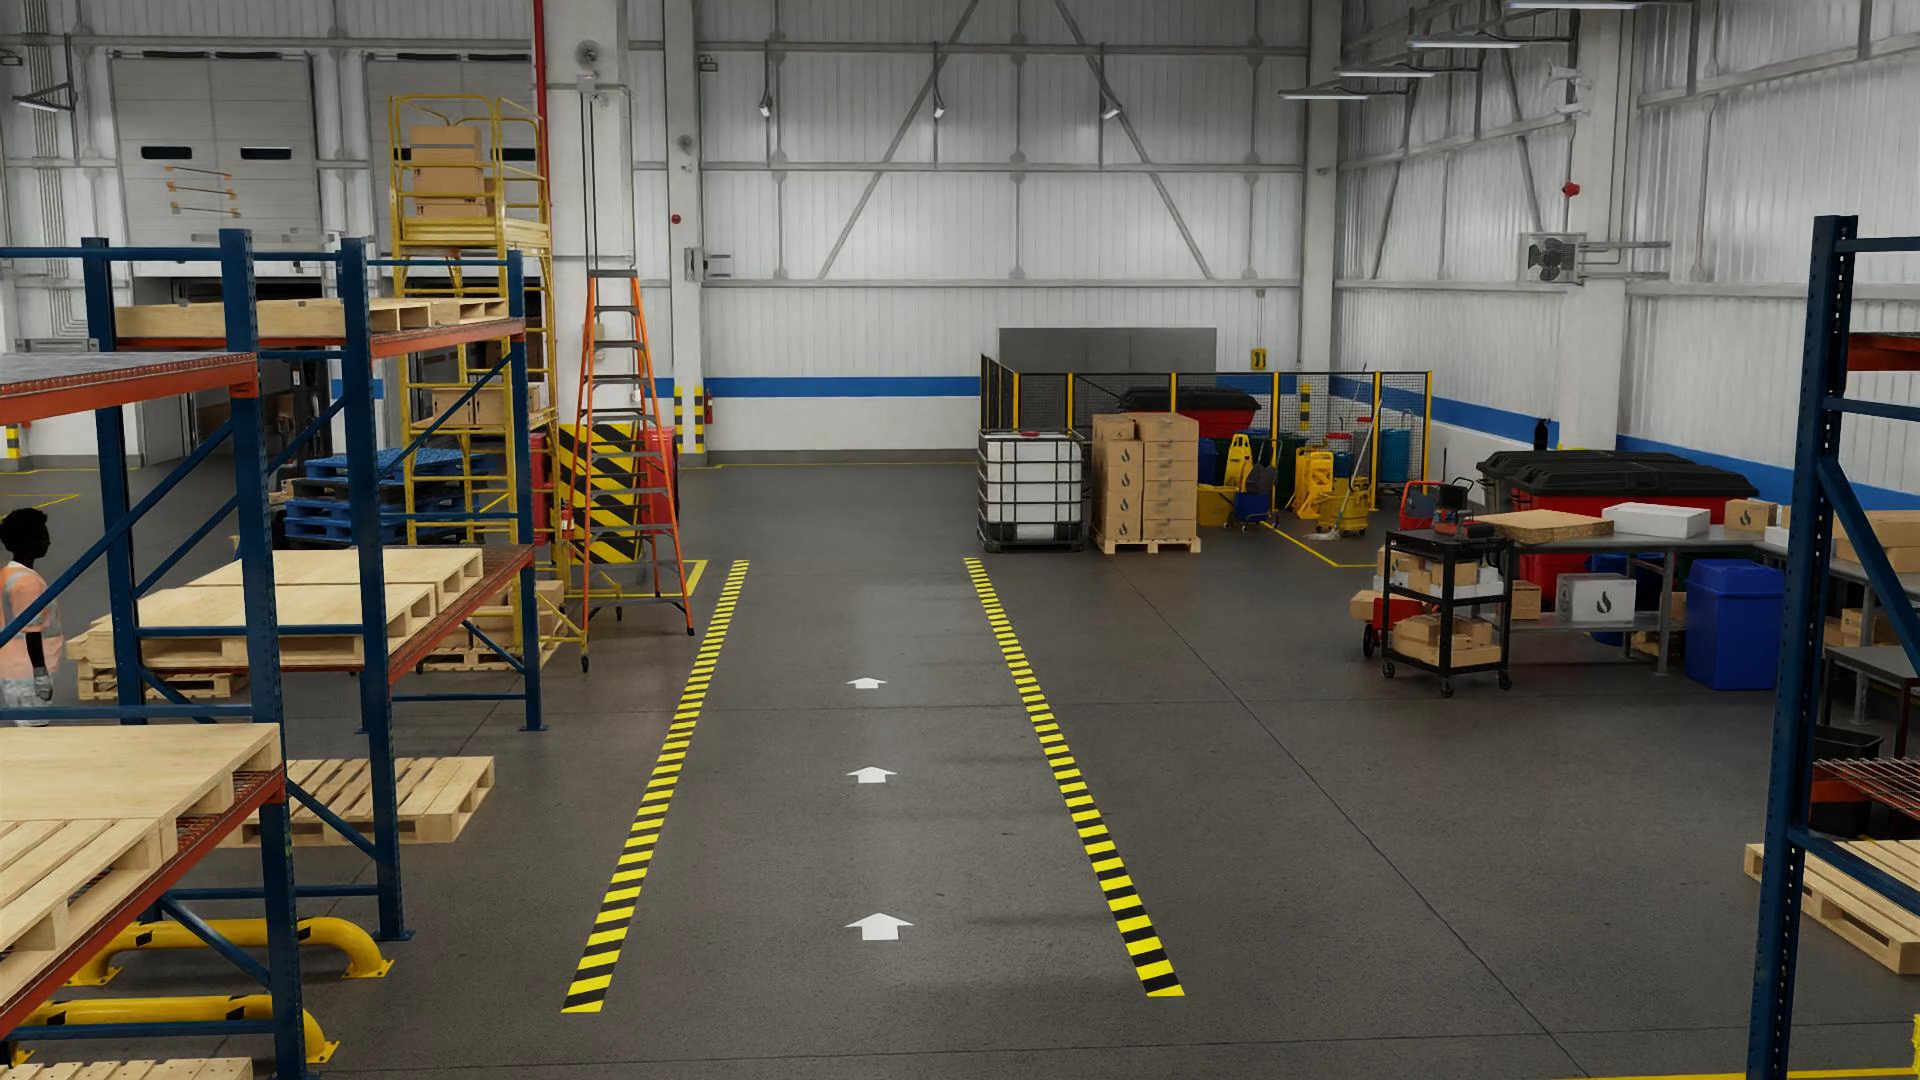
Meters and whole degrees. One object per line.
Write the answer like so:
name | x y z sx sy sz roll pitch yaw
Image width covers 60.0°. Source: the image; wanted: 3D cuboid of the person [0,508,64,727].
person | -4.828 0.673 8.644 0.321 1.689 0.530 -6 11 -33

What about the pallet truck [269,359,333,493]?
pallet truck | -7.062 -1.131 18.996 1.885 1.965 0.823 2 9 13
